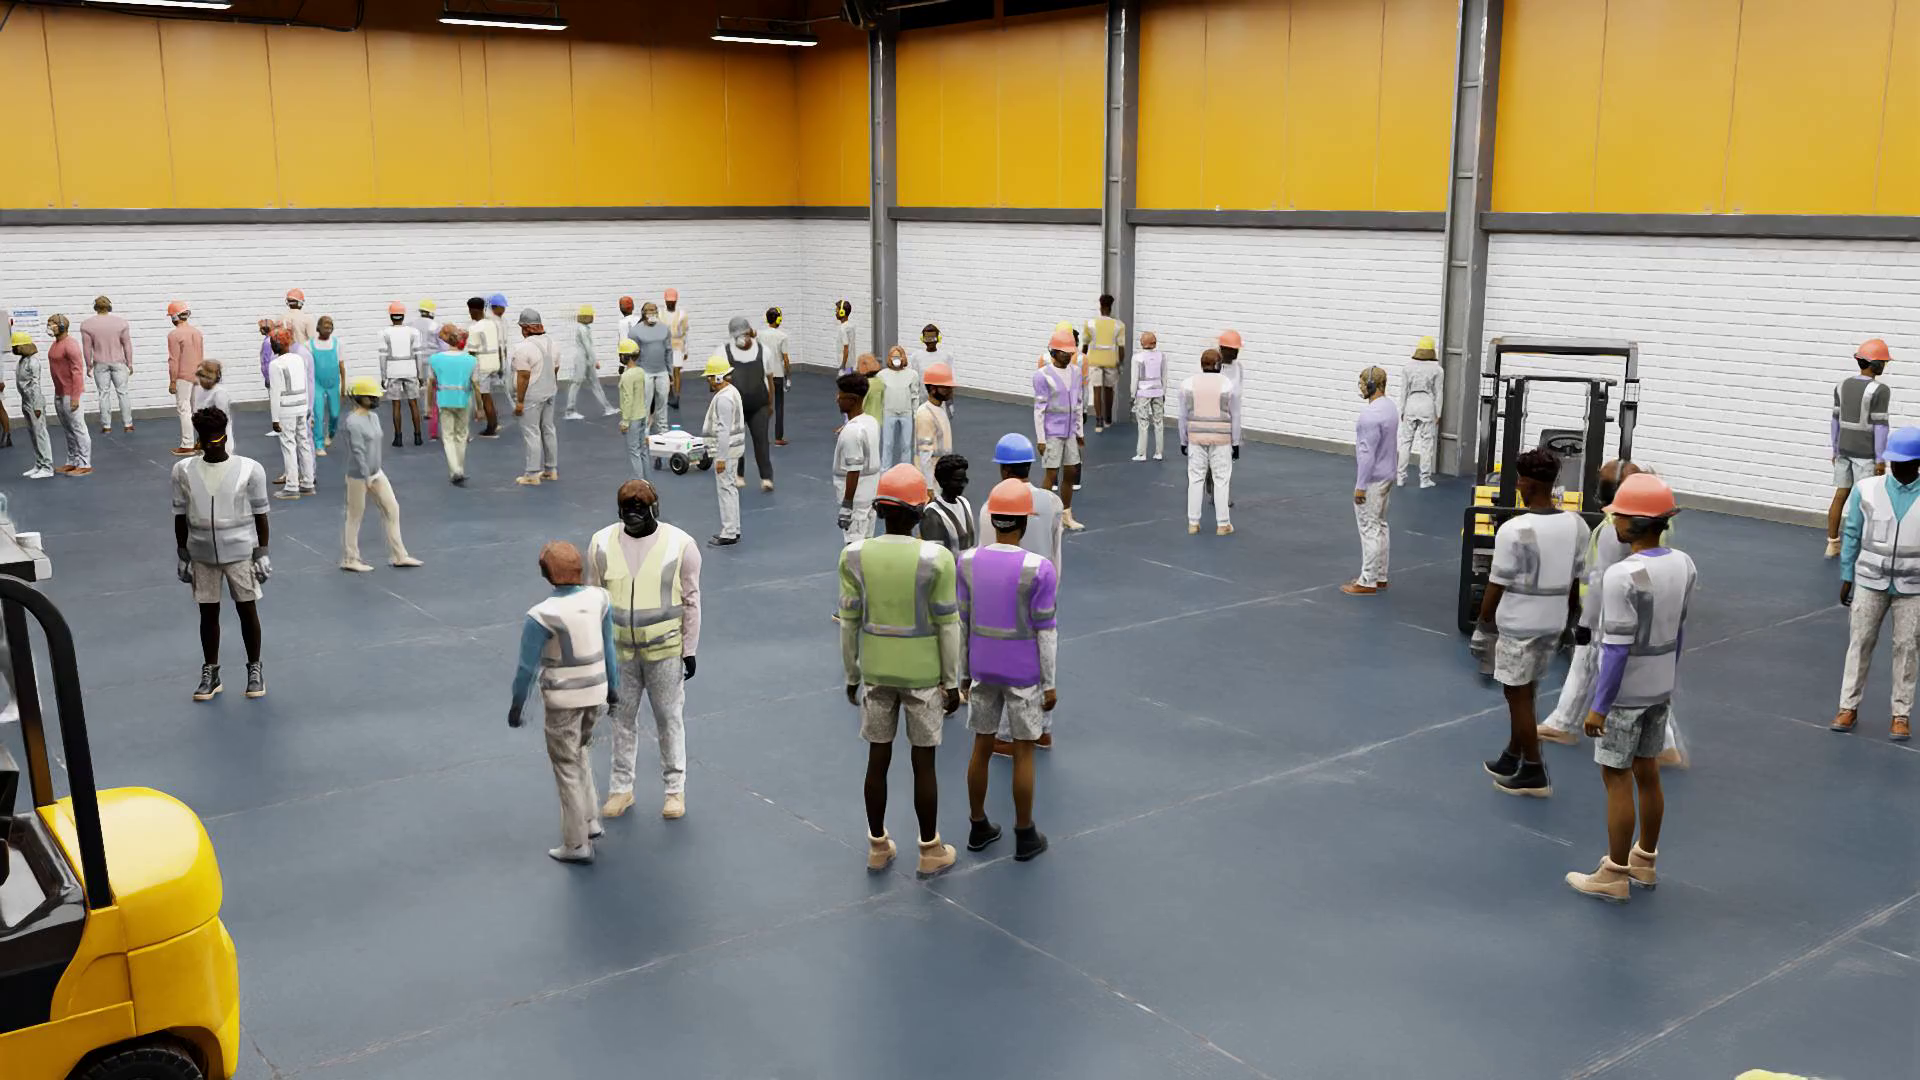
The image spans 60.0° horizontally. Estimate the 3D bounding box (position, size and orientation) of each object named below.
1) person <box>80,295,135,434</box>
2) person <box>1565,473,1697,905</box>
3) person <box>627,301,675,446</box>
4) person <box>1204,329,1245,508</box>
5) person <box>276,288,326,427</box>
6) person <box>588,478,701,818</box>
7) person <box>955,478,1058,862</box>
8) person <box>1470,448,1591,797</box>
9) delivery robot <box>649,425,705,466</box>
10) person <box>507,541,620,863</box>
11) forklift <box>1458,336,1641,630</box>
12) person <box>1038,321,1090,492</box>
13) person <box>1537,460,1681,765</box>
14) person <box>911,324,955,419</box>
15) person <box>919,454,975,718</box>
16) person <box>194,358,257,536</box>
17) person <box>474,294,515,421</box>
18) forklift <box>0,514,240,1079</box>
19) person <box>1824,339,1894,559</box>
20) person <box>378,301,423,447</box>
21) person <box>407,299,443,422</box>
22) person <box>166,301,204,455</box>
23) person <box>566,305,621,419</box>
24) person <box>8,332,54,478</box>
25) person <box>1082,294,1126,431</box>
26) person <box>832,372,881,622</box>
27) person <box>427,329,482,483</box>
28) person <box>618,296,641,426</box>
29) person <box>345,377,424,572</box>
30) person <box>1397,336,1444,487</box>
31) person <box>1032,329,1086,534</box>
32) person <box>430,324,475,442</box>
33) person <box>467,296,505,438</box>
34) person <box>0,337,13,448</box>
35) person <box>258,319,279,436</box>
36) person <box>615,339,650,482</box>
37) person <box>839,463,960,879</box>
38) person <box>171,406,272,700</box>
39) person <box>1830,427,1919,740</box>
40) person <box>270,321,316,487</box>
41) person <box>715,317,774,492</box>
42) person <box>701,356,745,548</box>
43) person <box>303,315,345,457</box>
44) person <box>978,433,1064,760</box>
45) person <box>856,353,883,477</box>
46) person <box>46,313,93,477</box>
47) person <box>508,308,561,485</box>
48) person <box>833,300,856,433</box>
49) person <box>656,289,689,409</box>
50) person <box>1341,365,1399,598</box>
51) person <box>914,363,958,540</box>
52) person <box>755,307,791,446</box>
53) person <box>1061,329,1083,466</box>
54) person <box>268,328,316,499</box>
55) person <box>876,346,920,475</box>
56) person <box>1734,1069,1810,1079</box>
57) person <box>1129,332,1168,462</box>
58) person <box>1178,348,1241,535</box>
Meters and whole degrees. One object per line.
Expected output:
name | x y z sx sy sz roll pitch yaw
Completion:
person | -11.927 -2.449 23.309 0.627 1.941 0.370 -6 13 -26
person | 3.159 0.698 7.856 0.615 2.042 0.375 -9 15 -36
person | -4.124 -2.224 22.262 0.639 1.925 0.373 -9 15 -36
person | 2.794 -1.316 17.889 0.556 1.922 0.576 -7 14 -32
person | -9.550 -2.632 24.058 0.608 1.994 0.382 2 12 7
person | -1.699 0.582 8.910 0.626 1.844 0.429 0 12 2
person | 0.244 0.650 8.376 0.546 1.929 0.387 6 13 27
person | 3.141 0.453 9.262 0.638 1.953 0.537 -6 13 -25
delivery robot | -3.438 -1.150 20.169 0.707 0.478 0.477 8 14 33
person | -1.972 0.802 8.327 0.416 1.628 0.536 7 14 32
forklift | 4.683 -0.471 13.136 1.214 2.155 2.313 4 12 20
person | 1.161 -1.501 18.763 0.585 1.927 0.366 -1 12 -5
person | 3.869 0.421 9.810 0.950 1.798 0.641 8 14 33
person | -0.317 -1.583 19.331 0.510 1.861 0.324 0 12 -1
person | -0.076 0.279 10.718 0.318 1.698 0.539 6 13 26
person | -7.174 -0.854 15.967 0.575 1.803 0.592 -9 15 -39
person | -6.780 -2.677 24.512 1.022 1.882 0.639 4 12 20
forklift | -3.687 1.115 5.480 2.313 2.155 1.214 -9 15 -36
person | 8.183 -0.803 15.107 0.391 2.045 0.608 -3 12 -12
person | -7.449 -2.212 22.170 0.551 1.934 0.373 -6 13 -26
person | -7.819 -2.674 24.710 0.629 1.801 0.778 4 12 18
person | -10.016 -2.098 21.524 0.410 1.980 0.624 2 12 10
person | -5.527 -2.656 24.880 0.862 1.697 0.479 -1 12 -6
person | -11.026 -1.601 19.715 0.483 1.737 0.320 11 16 43
person | 2.046 -2.538 23.761 0.611 1.928 0.868 0 12 1
person | -0.814 -0.333 13.023 0.368 1.967 0.603 2 12 12
person | -5.847 -1.541 19.243 0.634 1.808 0.599 -2 12 -10
person | -4.777 -2.591 24.136 0.358 1.881 0.574 4 12 17
person | -5.146 -0.565 14.684 0.760 1.739 0.531 3 12 12
person | 5.304 -1.474 19.125 0.494 1.729 0.384 7 14 31
person | 0.998 -1.058 16.388 0.614 2.029 0.409 -10 15 -40
person | -6.972 -2.130 22.610 0.565 1.594 0.556 -5 13 -23
person | -6.571 -2.373 22.913 0.448 1.945 0.647 5 13 21
person | -12.881 -2.155 21.949 0.560 1.925 0.420 3 12 16
person | -9.560 -2.260 23.153 0.314 1.629 0.509 -2 12 -9
person | -3.617 -1.328 18.318 0.314 1.767 0.534 2 12 8
person | -0.282 0.641 8.131 0.605 2.045 0.385 4 12 18
person | -4.880 0.088 11.010 0.603 1.959 0.377 -2 12 -10
person | 5.735 0.263 10.211 0.606 1.940 0.409 8 14 34
person | -7.701 -1.568 19.143 0.642 1.905 0.399 7 14 32
person | -2.430 -1.561 18.773 0.694 2.000 0.991 -2 12 -10
person | -2.250 -0.843 15.851 0.403 1.820 0.603 -1 12 -3
person | -8.224 -2.007 21.485 0.546 1.818 0.678 -6 13 -26
person | 0.344 0.333 9.883 0.612 1.939 0.416 -9 15 -37
person | -1.003 -1.215 18.104 0.298 1.629 0.508 5 13 22
person | -10.627 -1.723 19.804 0.627 1.940 0.373 10 16 41
person | -4.976 -1.672 19.312 0.539 2.000 0.688 5 13 23
person | -1.628 -2.431 23.390 0.317 1.870 0.531 1 12 6
person | -4.555 -3.018 26.222 0.549 1.882 1.026 0 12 -1
person | 3.460 -0.492 13.897 0.366 1.929 0.637 7 13 29
person | -0.195 -0.530 14.047 0.376 1.936 0.549 3 12 12
person | -2.498 -2.175 22.207 0.524 1.854 0.333 4 12 20
person | 1.336 -1.761 20.575 0.318 1.695 0.539 -4 12 -19
person | -7.400 -1.392 18.359 0.360 1.880 0.575 3 12 16
person | -0.712 -1.405 19.008 0.508 1.632 0.265 -1 12 -6
person | 1.574 1.849 2.974 0.406 1.780 0.658 -11 16 -42
person | 2.371 -1.795 20.886 0.513 1.638 0.313 -4 12 -20
person | 2.467 -0.965 16.398 0.619 1.838 0.430 4 12 20
